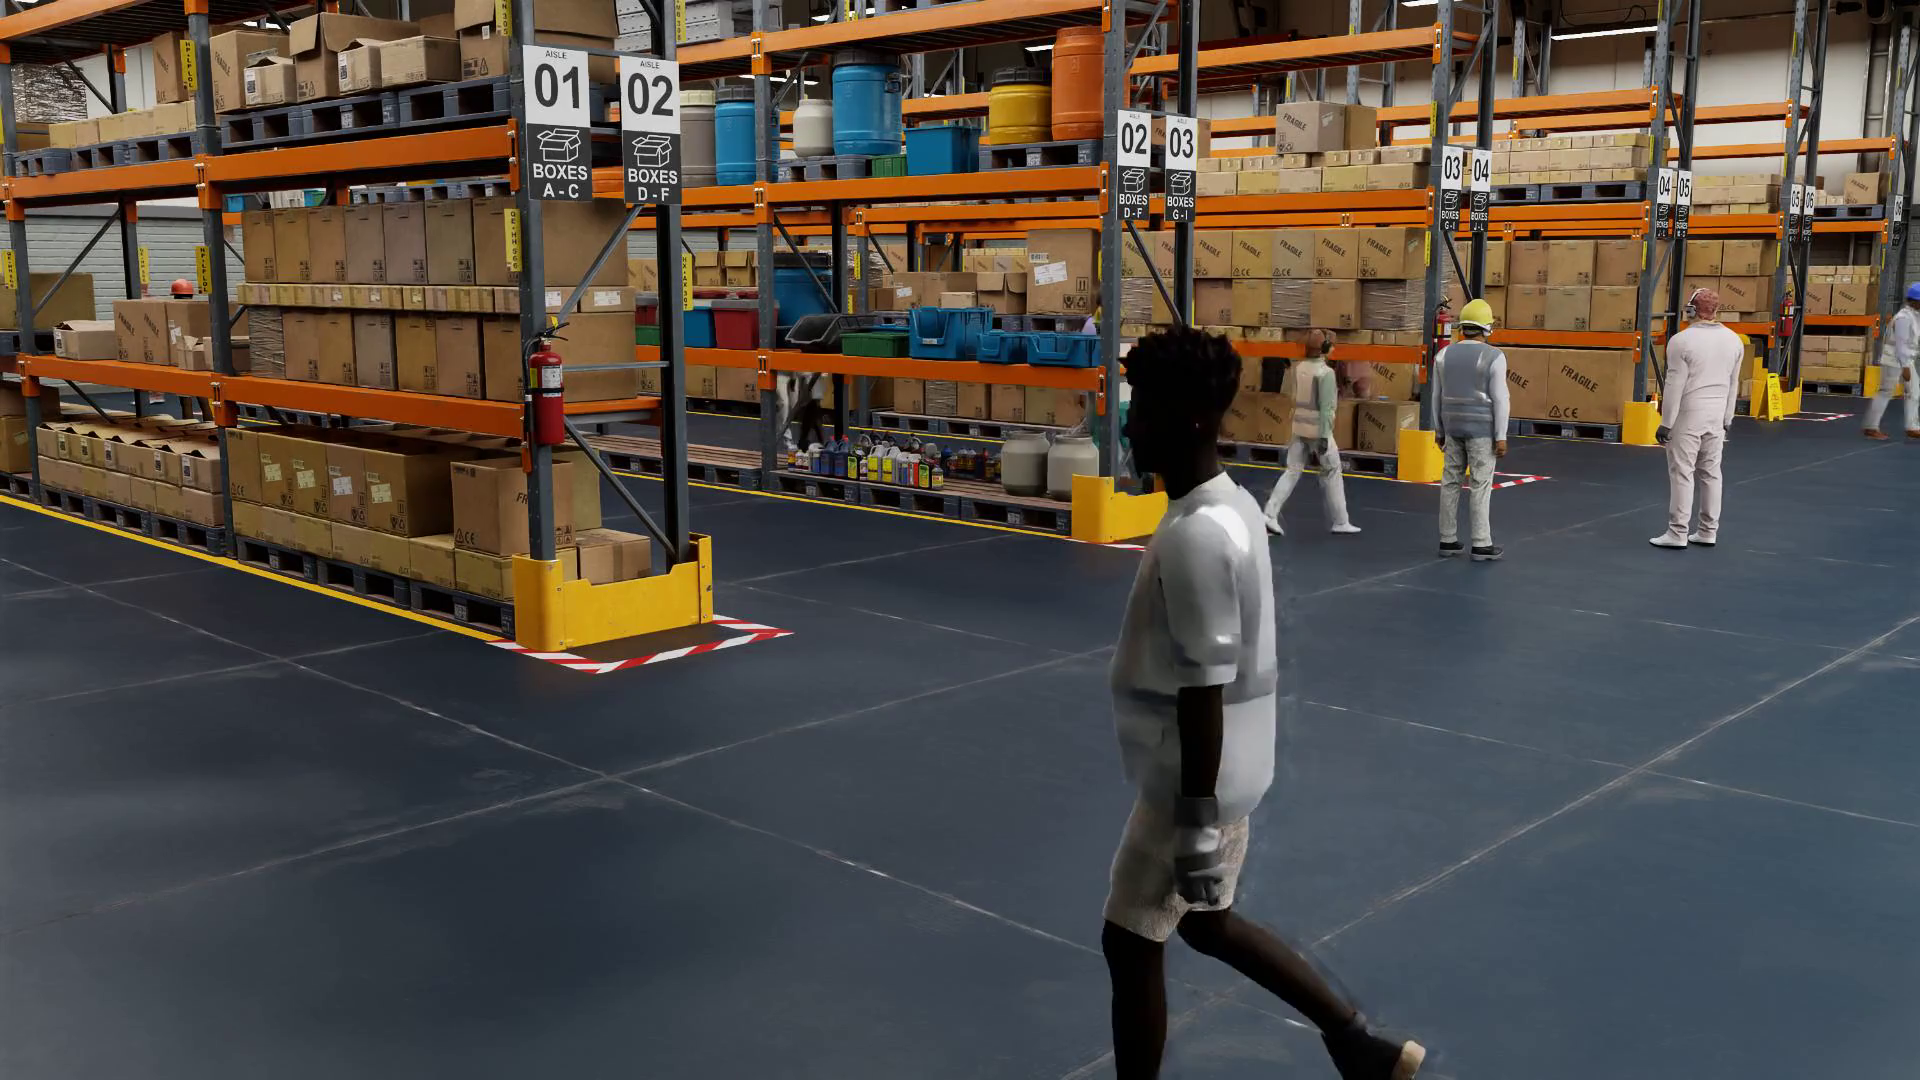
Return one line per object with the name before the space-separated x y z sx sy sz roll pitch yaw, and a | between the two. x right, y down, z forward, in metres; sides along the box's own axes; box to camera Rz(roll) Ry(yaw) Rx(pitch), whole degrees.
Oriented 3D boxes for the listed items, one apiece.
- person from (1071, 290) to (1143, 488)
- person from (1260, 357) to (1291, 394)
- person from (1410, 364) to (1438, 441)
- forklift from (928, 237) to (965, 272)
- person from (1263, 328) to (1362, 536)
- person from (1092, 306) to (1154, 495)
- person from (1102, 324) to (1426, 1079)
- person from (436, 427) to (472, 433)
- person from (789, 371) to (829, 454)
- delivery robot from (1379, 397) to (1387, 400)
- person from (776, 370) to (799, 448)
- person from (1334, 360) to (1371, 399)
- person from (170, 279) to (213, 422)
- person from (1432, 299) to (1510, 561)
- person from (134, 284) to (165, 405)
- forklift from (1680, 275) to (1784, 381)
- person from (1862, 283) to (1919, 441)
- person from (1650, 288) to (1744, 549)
person | 1.274 -1.451 15.868 0.995 1.917 0.649 4 10 23
person | 4.021 -2.364 21.247 0.393 1.920 0.587 8 12 39
person | 5.579 -2.034 20.014 0.821 1.668 0.538 4 10 24
forklift | -0.326 -5.817 39.609 1.129 2.768 1.873 9 13 43
person | 2.685 -0.825 12.803 0.840 1.603 0.525 -4 10 -21
person | 1.420 -1.235 14.891 0.518 1.731 0.802 -8 12 -40
person | 0.599 0.500 3.654 0.813 1.943 0.613 2 10 13
person | -4.368 -1.159 14.147 0.772 1.831 0.584 2 10 14
person | -1.480 -1.785 17.743 0.561 1.894 0.963 -9 13 -42
delivery robot | 5.004 -1.456 19.698 0.477 0.478 0.707 -1 9 -6
person | -2.062 -1.902 19.348 0.504 1.612 0.685 -7 11 -36
person | 4.513 -1.961 18.899 0.640 1.880 0.862 -8 12 -39
person | -8.599 -1.931 18.536 0.354 1.939 0.545 5 11 29
person | 3.645 -0.786 11.819 0.404 1.836 0.599 -7 12 -38
person | -12.351 -2.999 25.185 0.403 1.904 0.651 2 9 9
forklift | 12.480 -3.427 27.053 1.214 2.155 2.313 9 13 43
person | 11.193 -2.095 19.714 0.626 1.878 0.873 -8 12 -41
person | 5.400 -0.889 12.244 0.651 1.907 0.409 -3 10 -20
